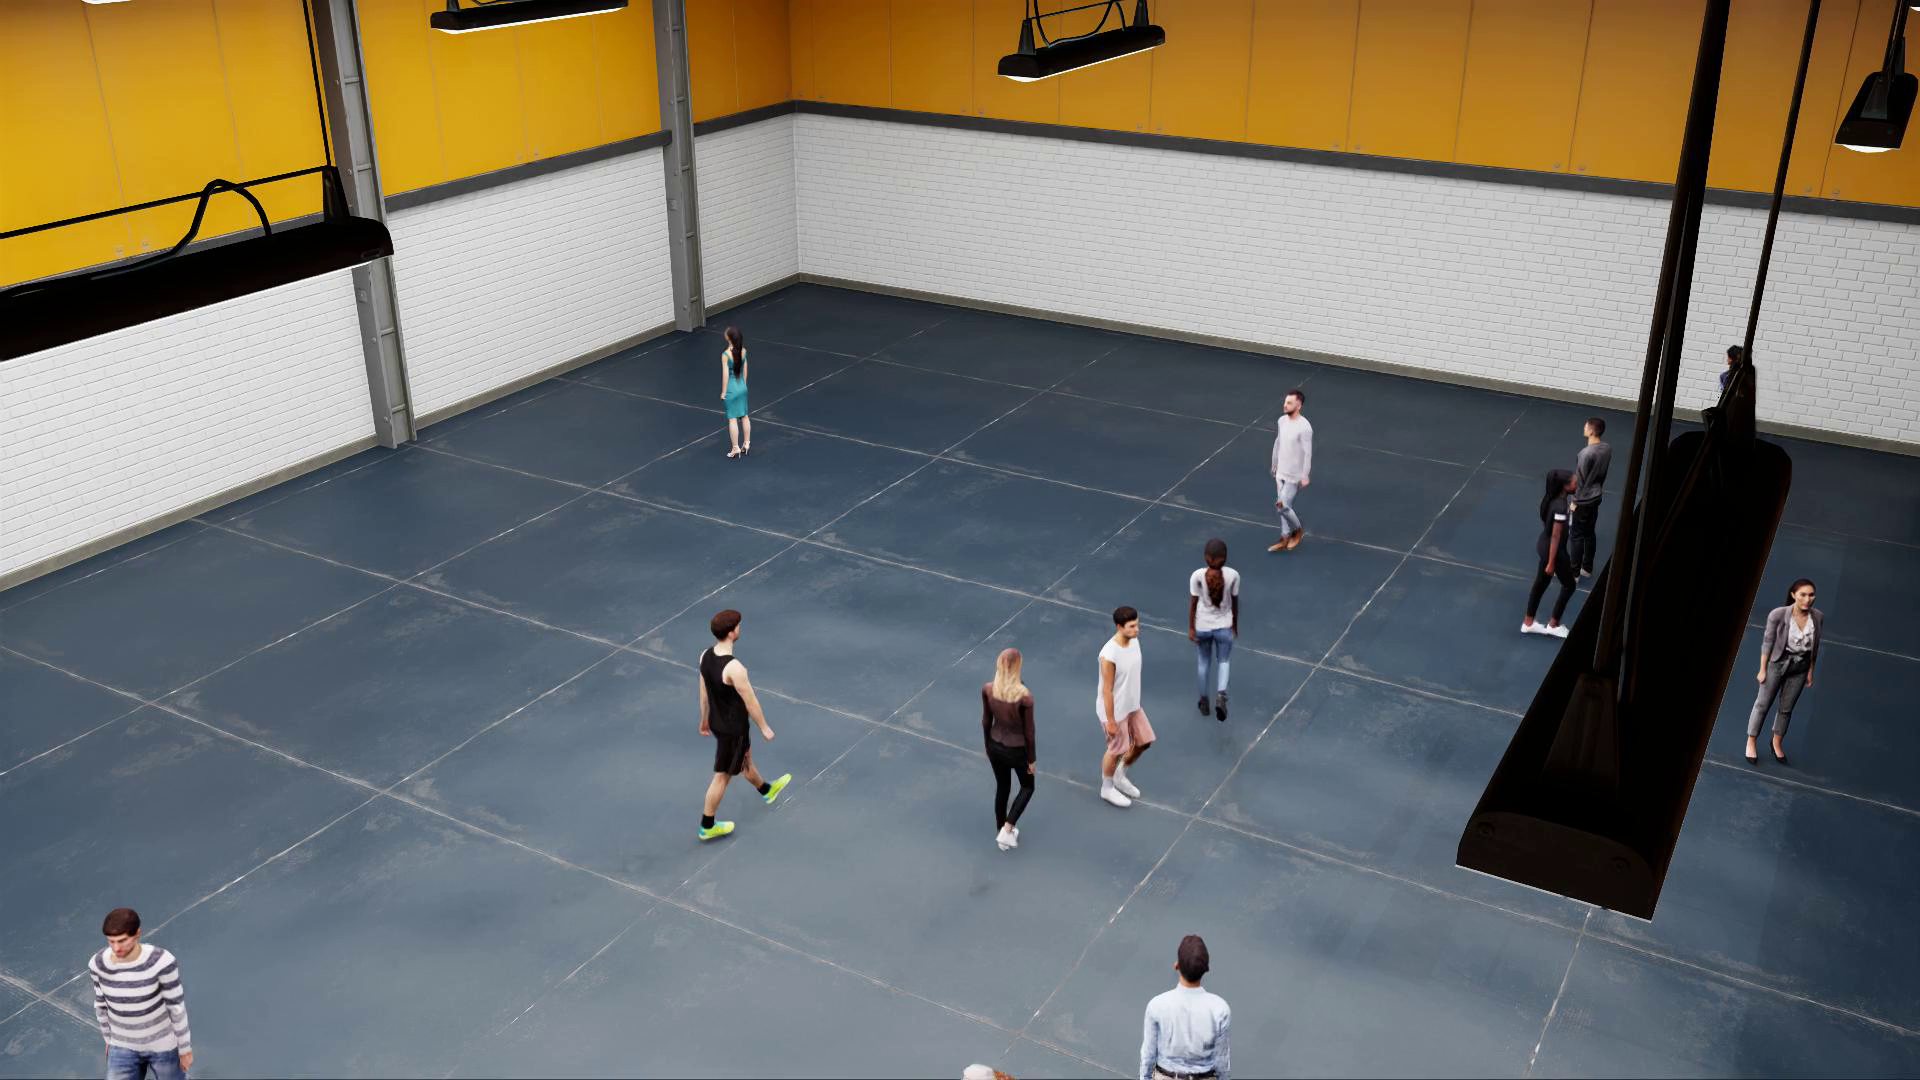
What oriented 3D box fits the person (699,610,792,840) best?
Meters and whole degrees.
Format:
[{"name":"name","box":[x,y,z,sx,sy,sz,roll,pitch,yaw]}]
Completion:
[{"name":"person","box":[-1.843,1.474,12.812,1.247,1.841,0.967,-17,29,-34]}]

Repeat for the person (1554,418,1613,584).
[{"name":"person","box":[6.505,-0.422,17.251,0.588,1.759,0.737,-17,29,-34]}]

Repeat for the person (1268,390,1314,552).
[{"name":"person","box":[3.617,-0.743,17.897,0.868,1.830,0.834,-11,26,-23]}]

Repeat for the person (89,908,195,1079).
[{"name":"person","box":[-4.690,2.851,9.666,0.816,1.837,0.848,-2,24,-4]}]

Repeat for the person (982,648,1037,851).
[{"name":"person","box":[0.336,1.642,12.610,0.629,1.694,0.618,14,27,29]}]

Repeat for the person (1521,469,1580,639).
[{"name":"person","box":[5.632,0.133,16.034,0.821,1.717,0.770,4,24,10]}]

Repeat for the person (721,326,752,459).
[{"name":"person","box":[-2.779,-1.840,20.588,0.640,1.684,0.493,20,30,38]}]

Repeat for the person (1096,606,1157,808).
[{"name":"person","box":[1.211,1.305,13.290,0.754,1.768,0.631,16,28,33]}]

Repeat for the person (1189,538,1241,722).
[{"name":"person","box":[2.226,0.815,14.480,0.811,1.712,0.939,1,24,2]}]

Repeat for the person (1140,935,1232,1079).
[{"name":"person","box":[1.238,3.064,9.187,0.866,1.832,1.032,3,24,7]}]

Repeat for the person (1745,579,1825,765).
[{"name":"person","box":[6.894,1.088,13.898,0.718,1.678,0.737,1,24,2]}]

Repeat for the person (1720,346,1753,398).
[{"name":"person","box":[9.328,-1.527,20.005,1.112,1.578,1.068,-11,26,-23]}]
